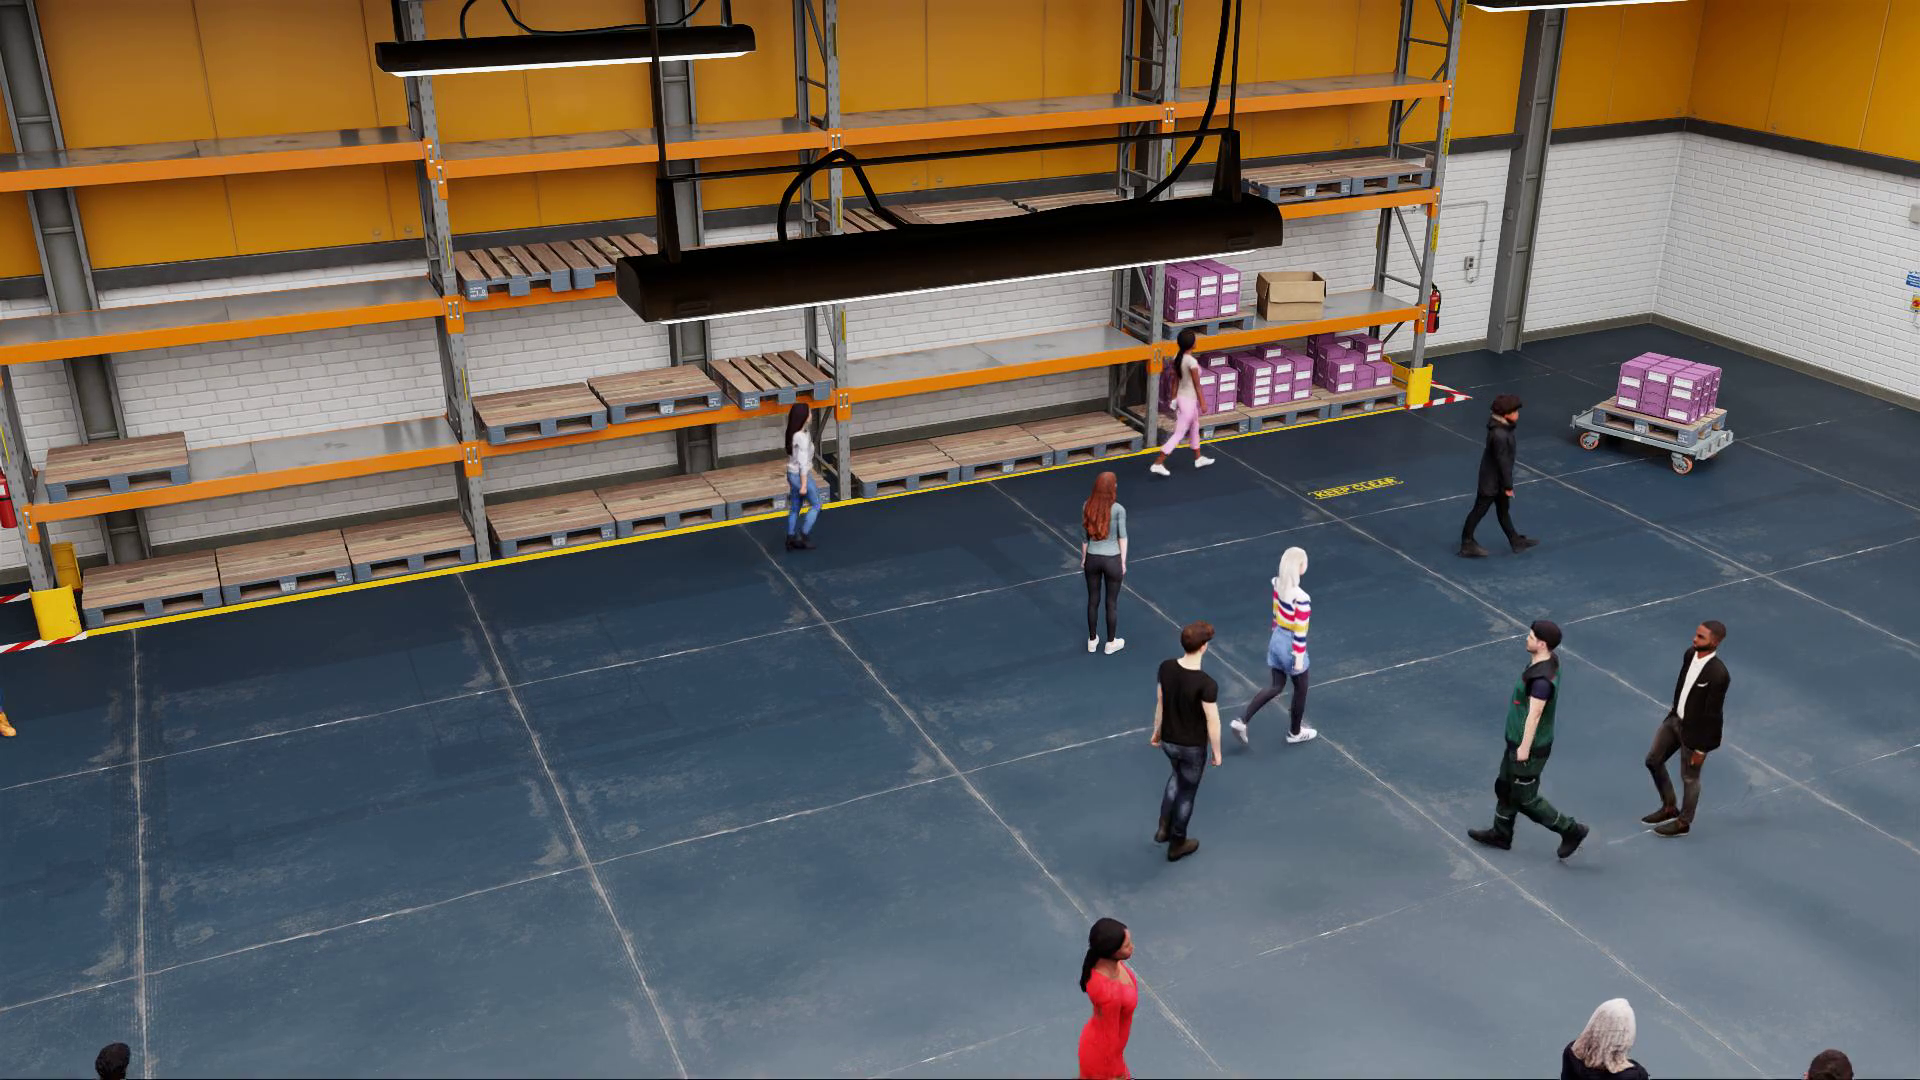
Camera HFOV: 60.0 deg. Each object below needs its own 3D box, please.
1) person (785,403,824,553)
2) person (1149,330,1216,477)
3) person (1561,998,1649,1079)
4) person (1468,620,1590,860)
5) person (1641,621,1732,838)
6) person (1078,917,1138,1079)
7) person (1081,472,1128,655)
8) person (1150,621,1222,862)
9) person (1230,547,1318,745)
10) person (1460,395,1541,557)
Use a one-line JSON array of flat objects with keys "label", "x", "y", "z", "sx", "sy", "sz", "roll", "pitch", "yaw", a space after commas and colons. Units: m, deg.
[{"label": "person", "x": -1.723, "y": -0.620, "z": 17.086, "sx": 0.583, "sy": 1.619, "sz": 0.615, "roll": -12, "pitch": 26, "yaw": -26}, {"label": "person", "x": 2.534, "y": -1.528, "z": 19.066, "sx": 1.154, "sy": 1.695, "sz": 0.669, "roll": -8, "pitch": 25, "yaw": -17}, {"label": "person", "x": 3.175, "y": 3.128, "z": 8.407, "sx": 1.187, "sy": 1.703, "sz": 0.813, "roll": -21, "pitch": 31, "yaw": -40}, {"label": "person", "x": 4.191, "y": 1.469, "z": 11.976, "sx": 1.152, "sy": 1.882, "sz": 1.089, "roll": 8, "pitch": 25, "yaw": 18}, {"label": "person", "x": 5.461, "y": 1.397, "z": 12.252, "sx": 0.722, "sy": 1.794, "sz": 0.752, "roll": -4, "pitch": 24, "yaw": -9}, {"label": "person", "x": 0.718, "y": 2.796, "z": 9.074, "sx": 0.902, "sy": 1.776, "sz": 0.811, "roll": 1, "pitch": 24, "yaw": 2}, {"label": "person", "x": 1.296, "y": 0.206, "z": 15.041, "sx": 0.671, "sy": 1.742, "sz": 0.716, "roll": 11, "pitch": 26, "yaw": 23}, {"label": "person", "x": 1.556, "y": 1.483, "z": 11.943, "sx": 0.798, "sy": 1.884, "sz": 0.798, "roll": 21, "pitch": 31, "yaw": 39}, {"label": "person", "x": 2.570, "y": 0.887, "z": 13.428, "sx": 1.035, "sy": 1.787, "sz": 0.692, "roll": -8, "pitch": 25, "yaw": -18}, {"label": "person", "x": 5.361, "y": -0.634, "z": 16.962, "sx": 1.117, "sy": 1.742, "sz": 1.023, "roll": 6, "pitch": 24, "yaw": 14}]
